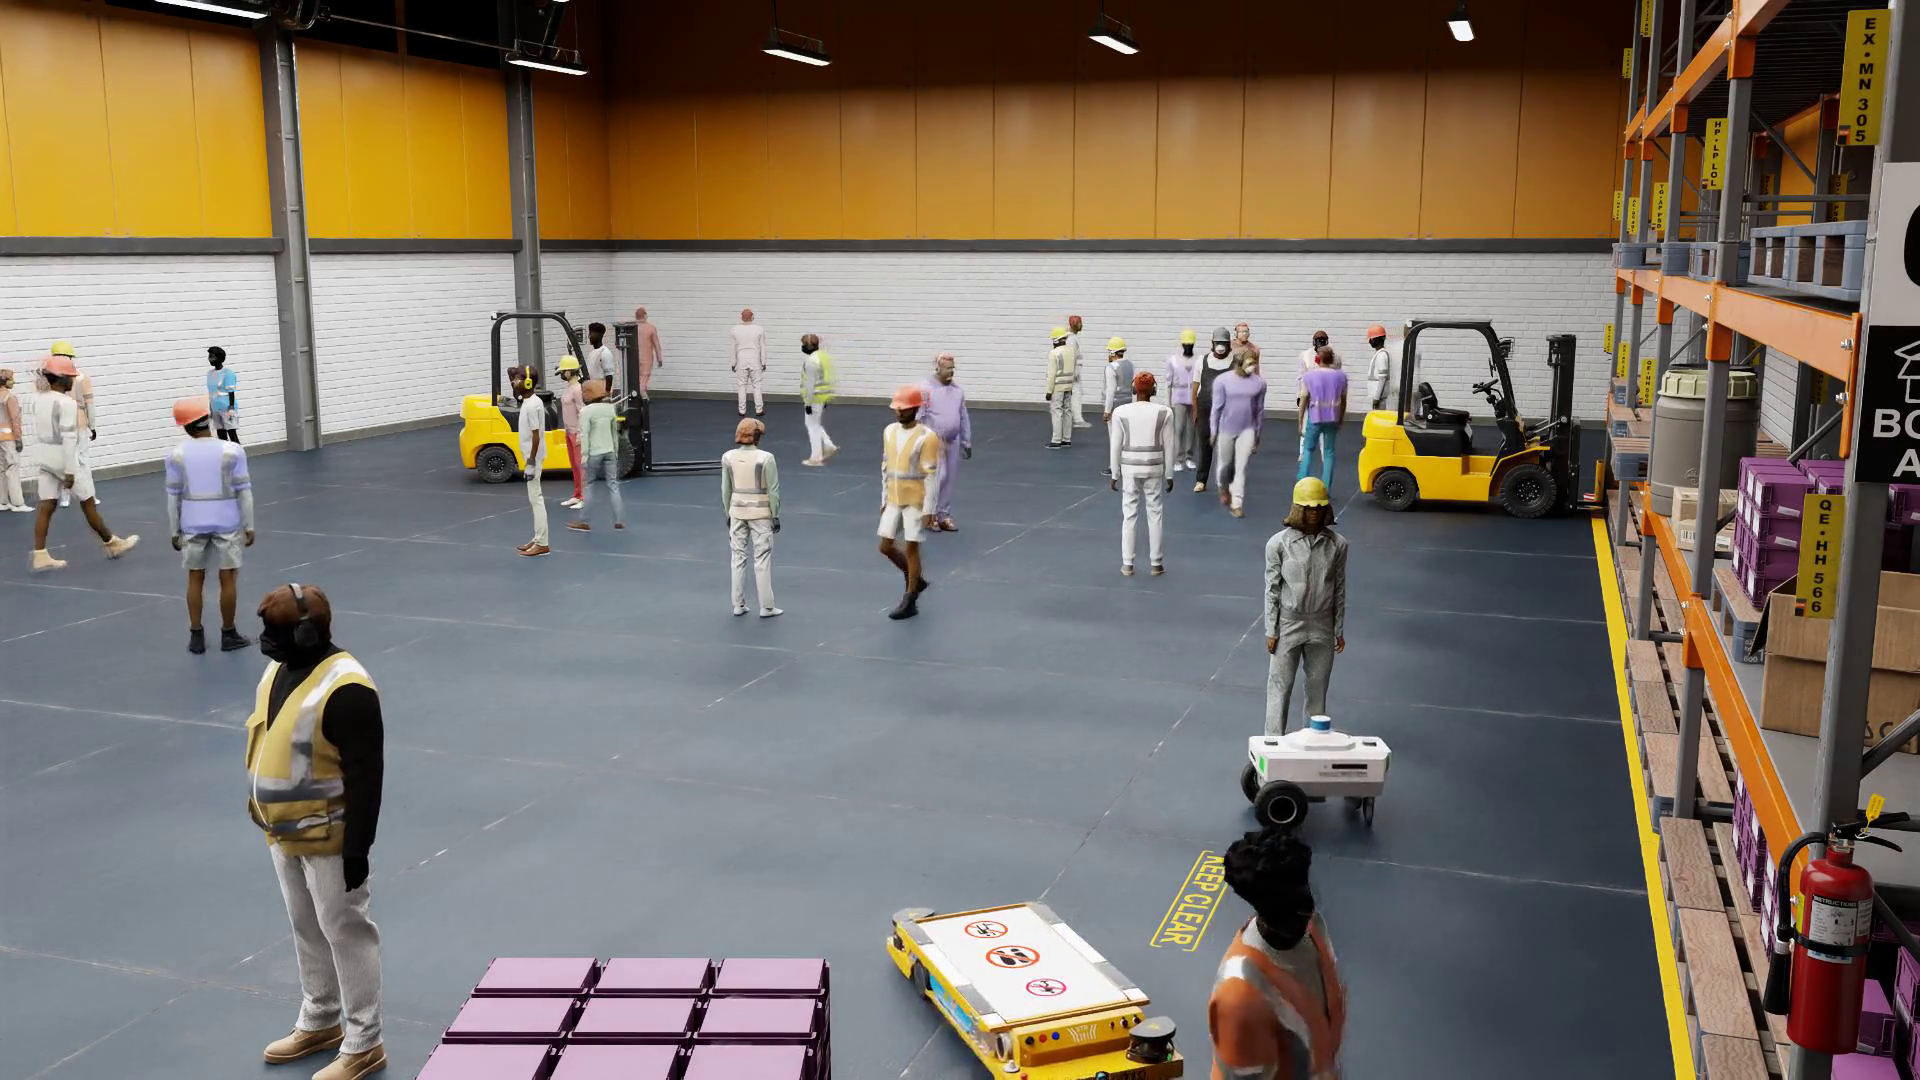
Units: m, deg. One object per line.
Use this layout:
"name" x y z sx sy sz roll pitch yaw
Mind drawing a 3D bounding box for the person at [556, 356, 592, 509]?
"person" -4.464 -1.239 19.174 0.321 1.766 0.535 -6 11 -29

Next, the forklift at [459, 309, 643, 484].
"forklift" -5.354 -1.902 21.697 2.313 2.155 1.214 -2 10 -13

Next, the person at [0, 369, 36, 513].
"person" -10.823 -1.124 18.888 0.514 1.636 0.315 6 12 30

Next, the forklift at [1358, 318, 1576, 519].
"forklift" 5.787 -1.437 19.079 2.313 2.155 1.214 3 11 19

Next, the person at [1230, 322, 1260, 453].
"person" 4.074 -2.202 24.186 0.643 1.913 0.411 -3 10 -16

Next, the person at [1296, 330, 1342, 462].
"person" 5.011 -2.005 23.271 0.620 1.845 0.430 2 10 11

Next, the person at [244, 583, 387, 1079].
"person" -2.337 1.059 6.022 0.636 1.840 0.429 9 13 40

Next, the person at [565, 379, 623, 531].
"person" -3.863 -0.894 17.661 0.514 1.613 0.554 7 12 36

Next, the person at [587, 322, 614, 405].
"person" -5.032 -2.054 23.195 0.361 1.965 0.613 -7 12 -34

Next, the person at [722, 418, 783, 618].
"person" -1.699 -0.177 13.548 0.514 1.640 0.310 4 11 21

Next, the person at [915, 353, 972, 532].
"person" -0.159 -1.020 17.553 0.680 1.893 0.457 -8 13 -39

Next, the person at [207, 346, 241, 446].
"person" -9.860 -1.746 22.249 0.535 1.690 0.320 6 12 31

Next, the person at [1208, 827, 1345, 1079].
"person" 0.809 1.480 4.194 0.313 1.664 0.648 6 11 28

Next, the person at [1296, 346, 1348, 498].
"person" 4.335 -1.413 19.965 0.588 1.829 0.546 0 10 0

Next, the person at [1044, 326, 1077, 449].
"person" 1.483 -2.270 24.795 0.404 1.832 0.589 9 13 40

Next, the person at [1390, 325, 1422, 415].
"person" 6.462 -2.233 24.381 0.838 1.914 0.637 -4 11 -23

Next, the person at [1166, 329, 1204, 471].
"person" 3.084 -1.899 22.488 0.606 1.926 0.429 0 10 0

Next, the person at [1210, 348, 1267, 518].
"person" 3.120 -1.238 18.811 0.647 1.893 0.869 -1 10 -3

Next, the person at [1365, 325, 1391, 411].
"person" 5.803 -2.032 23.184 0.374 1.928 0.543 2 10 12

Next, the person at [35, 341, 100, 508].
"person" -10.318 -1.330 19.245 0.585 1.921 0.383 -3 11 -19

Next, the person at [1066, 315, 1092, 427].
"person" 1.906 -2.809 27.708 0.585 1.870 0.600 2 10 9

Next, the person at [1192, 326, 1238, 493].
"person" 3.167 -1.588 20.363 0.683 2.000 0.537 3 10 15

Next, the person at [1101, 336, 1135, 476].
"person" 2.061 -1.756 21.894 0.404 1.834 0.592 8 13 36

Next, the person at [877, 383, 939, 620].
"person" -0.419 -0.318 13.527 0.576 1.926 0.450 8 13 38

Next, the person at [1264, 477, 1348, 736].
"person" 1.956 0.507 9.402 0.487 1.744 0.297 -2 10 -11

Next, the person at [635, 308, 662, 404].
"person" -5.946 -3.409 31.155 0.655 1.862 1.009 2 10 11

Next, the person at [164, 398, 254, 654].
"person" -5.568 -0.097 12.361 0.588 1.908 0.386 -3 10 -15

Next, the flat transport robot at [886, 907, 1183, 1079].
"flat transport robot" 0.246 1.754 6.522 0.652 0.197 1.431 -4 11 -21

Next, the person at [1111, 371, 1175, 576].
"person" 1.674 -0.607 15.276 0.585 1.882 0.337 1 10 7

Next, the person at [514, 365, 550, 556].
"person" -4.209 -0.778 16.278 0.328 1.874 0.512 -3 10 -16

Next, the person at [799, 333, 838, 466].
"person" -1.996 -1.920 22.834 0.437 1.826 0.651 2 10 13

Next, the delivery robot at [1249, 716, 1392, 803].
"delivery robot" 1.894 1.169 8.755 0.707 0.478 0.477 0 10 1

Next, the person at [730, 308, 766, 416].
"person" -3.746 -3.146 29.513 0.636 1.911 0.405 0 10 -1

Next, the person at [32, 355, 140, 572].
"person" -8.340 -0.732 15.664 0.624 1.989 1.044 6 12 29
